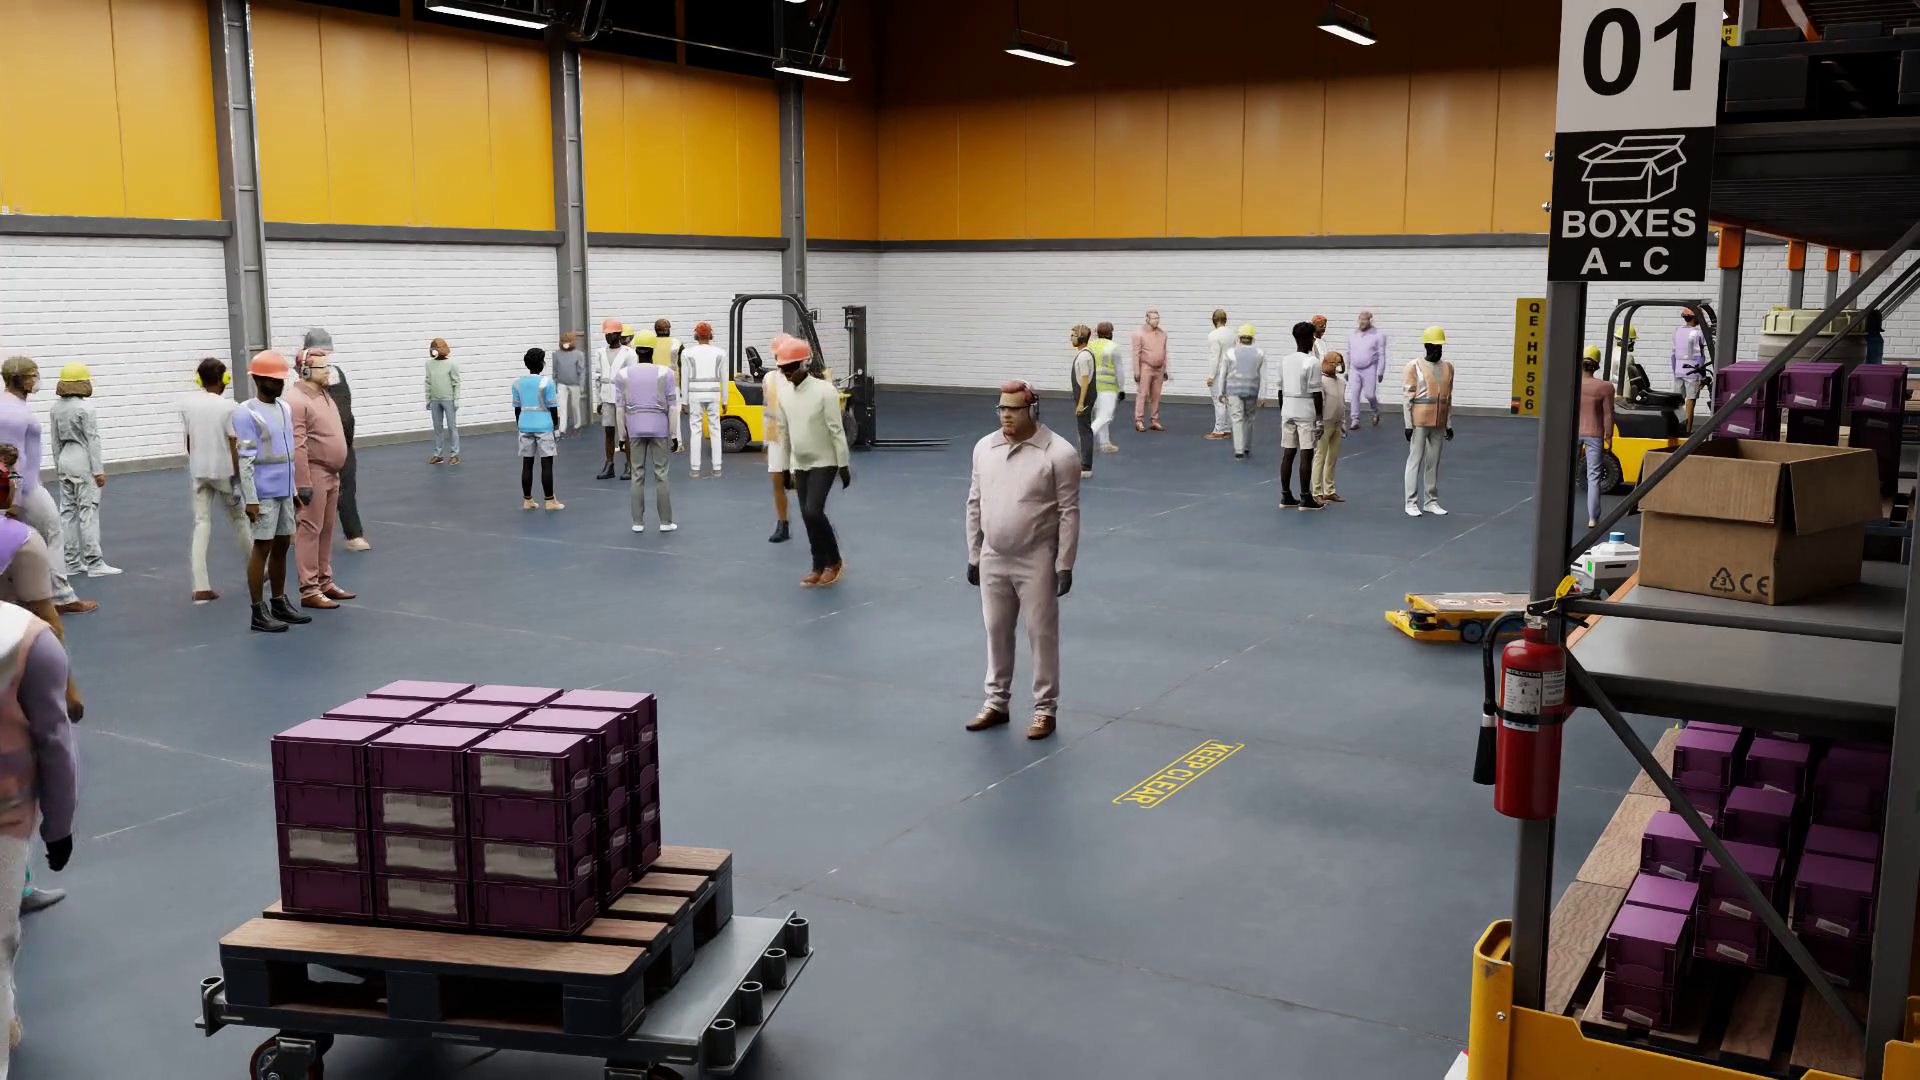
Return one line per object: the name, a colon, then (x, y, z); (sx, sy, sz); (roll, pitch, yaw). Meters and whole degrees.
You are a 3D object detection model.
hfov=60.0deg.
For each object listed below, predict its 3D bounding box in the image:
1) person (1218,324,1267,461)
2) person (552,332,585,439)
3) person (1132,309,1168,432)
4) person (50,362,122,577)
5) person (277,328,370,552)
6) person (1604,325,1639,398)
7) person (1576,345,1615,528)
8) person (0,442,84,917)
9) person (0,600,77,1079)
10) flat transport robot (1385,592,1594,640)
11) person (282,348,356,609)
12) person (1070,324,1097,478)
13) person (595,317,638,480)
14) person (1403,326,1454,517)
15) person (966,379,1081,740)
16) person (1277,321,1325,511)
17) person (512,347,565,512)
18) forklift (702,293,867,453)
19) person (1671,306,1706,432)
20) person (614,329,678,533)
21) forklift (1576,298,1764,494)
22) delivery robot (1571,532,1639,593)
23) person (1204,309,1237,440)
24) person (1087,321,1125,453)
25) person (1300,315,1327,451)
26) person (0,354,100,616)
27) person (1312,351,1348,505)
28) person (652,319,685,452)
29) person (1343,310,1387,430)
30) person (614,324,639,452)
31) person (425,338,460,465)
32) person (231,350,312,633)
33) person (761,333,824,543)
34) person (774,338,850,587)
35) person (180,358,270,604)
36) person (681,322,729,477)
person: (3.728, -1.943, 21.954); (0.604, 1.783, 0.925); (1, 9, 4)
person: (-5.863, -2.319, 24.931); (0.507, 1.583, 0.888); (0, 9, -2)
person: (2.987, -2.643, 25.943); (0.651, 1.904, 0.403); (-5, 11, -31)
person: (-7.140, -0.572, 13.517); (0.486, 1.744, 0.310); (4, 10, 24)
person: (-5.718, -0.930, 14.828); (1.021, 2.000, 0.695); (8, 12, 41)
person: (8.282, -1.789, 20.882); (0.404, 1.824, 0.590); (-1, 9, -3)
person: (6.039, -0.992, 16.070); (0.533, 1.768, 0.310); (5, 10, 27)
person: (-3.654, 0.540, 6.328); (0.580, 1.829, 0.452); (4, 10, 22)
person: (-2.876, 0.814, 4.743); (0.625, 1.797, 0.974); (-1, 9, -8)
flat transport robot: (3.698, 0.512, 11.329); (1.431, 0.197, 0.652); (0, 9, -2)
person: (-4.732, -0.458, 12.296); (0.407, 1.910, 0.640); (0, 9, 0)
person: (1.473, -1.670, 20.050); (0.350, 1.847, 0.506); (2, 9, 10)
person: (-4.094, -1.675, 19.796); (0.547, 1.938, 0.378); (3, 9, 16)
person: (4.763, -1.204, 16.888); (0.587, 1.928, 0.362); (-4, 10, -22)
person: (0.306, 0.101, 8.813); (0.652, 1.904, 0.403); (5, 11, 30)
person: (3.553, -1.288, 17.294); (0.367, 1.966, 0.607); (-6, 11, -34)
person: (-4.358, -1.133, 17.161); (0.533, 1.697, 0.319); (3, 10, 20)
forklift: (-2.458, -2.344, 23.176); (2.313, 2.155, 1.214); (0, 9, -2)
person: (10.423, -2.367, 23.773); (0.366, 2.048, 0.607); (-3, 10, -17)
person: (-2.960, -1.025, 15.767); (0.585, 1.929, 0.371); (0, 9, -2)
forklift: (7.954, -1.589, 18.462); (2.313, 2.155, 1.214); (5, 11, 30)
delivery robot: (4.798, 0.188, 12.178); (0.707, 0.478, 0.477); (-3, 10, -16)
person: (3.852, -2.447, 24.626); (0.378, 1.937, 0.628); (7, 12, 38)
person: (1.891, -2.056, 22.564); (0.789, 1.817, 0.620); (-7, 12, -38)
person: (4.935, -2.179, 23.132); (0.362, 1.877, 0.575); (7, 11, 36)
person: (-6.713, -0.357, 11.706); (0.964, 1.905, 0.635); (-7, 12, -39)
person: (3.959, -1.199, 17.772); (0.500, 1.633, 0.281); (-8, 12, -41)
person: (-4.071, -2.116, 22.860); (0.623, 1.841, 0.430); (0, 9, -2)
person: (6.382, -2.675, 26.208); (0.649, 1.892, 0.557); (6, 11, 33)
person: (-4.578, -2.080, 22.866); (0.533, 1.766, 0.317); (4, 10, 24)
person: (-6.662, -1.783, 21.419); (0.501, 1.632, 0.280); (3, 10, 18)
person: (-4.725, -0.340, 11.469); (0.373, 1.933, 0.551); (2, 9, 12)
person: (-1.551, -0.949, 15.325); (0.550, 1.921, 0.622); (5, 10, 28)
person: (-1.167, -0.581, 12.898); (0.636, 1.958, 0.570); (7, 12, 39)
person: (-5.619, -0.468, 12.642); (0.498, 1.819, 0.922); (0, 9, 1)
person: (-3.081, -1.692, 20.119); (0.568, 1.877, 0.363); (-3, 9, -16)
